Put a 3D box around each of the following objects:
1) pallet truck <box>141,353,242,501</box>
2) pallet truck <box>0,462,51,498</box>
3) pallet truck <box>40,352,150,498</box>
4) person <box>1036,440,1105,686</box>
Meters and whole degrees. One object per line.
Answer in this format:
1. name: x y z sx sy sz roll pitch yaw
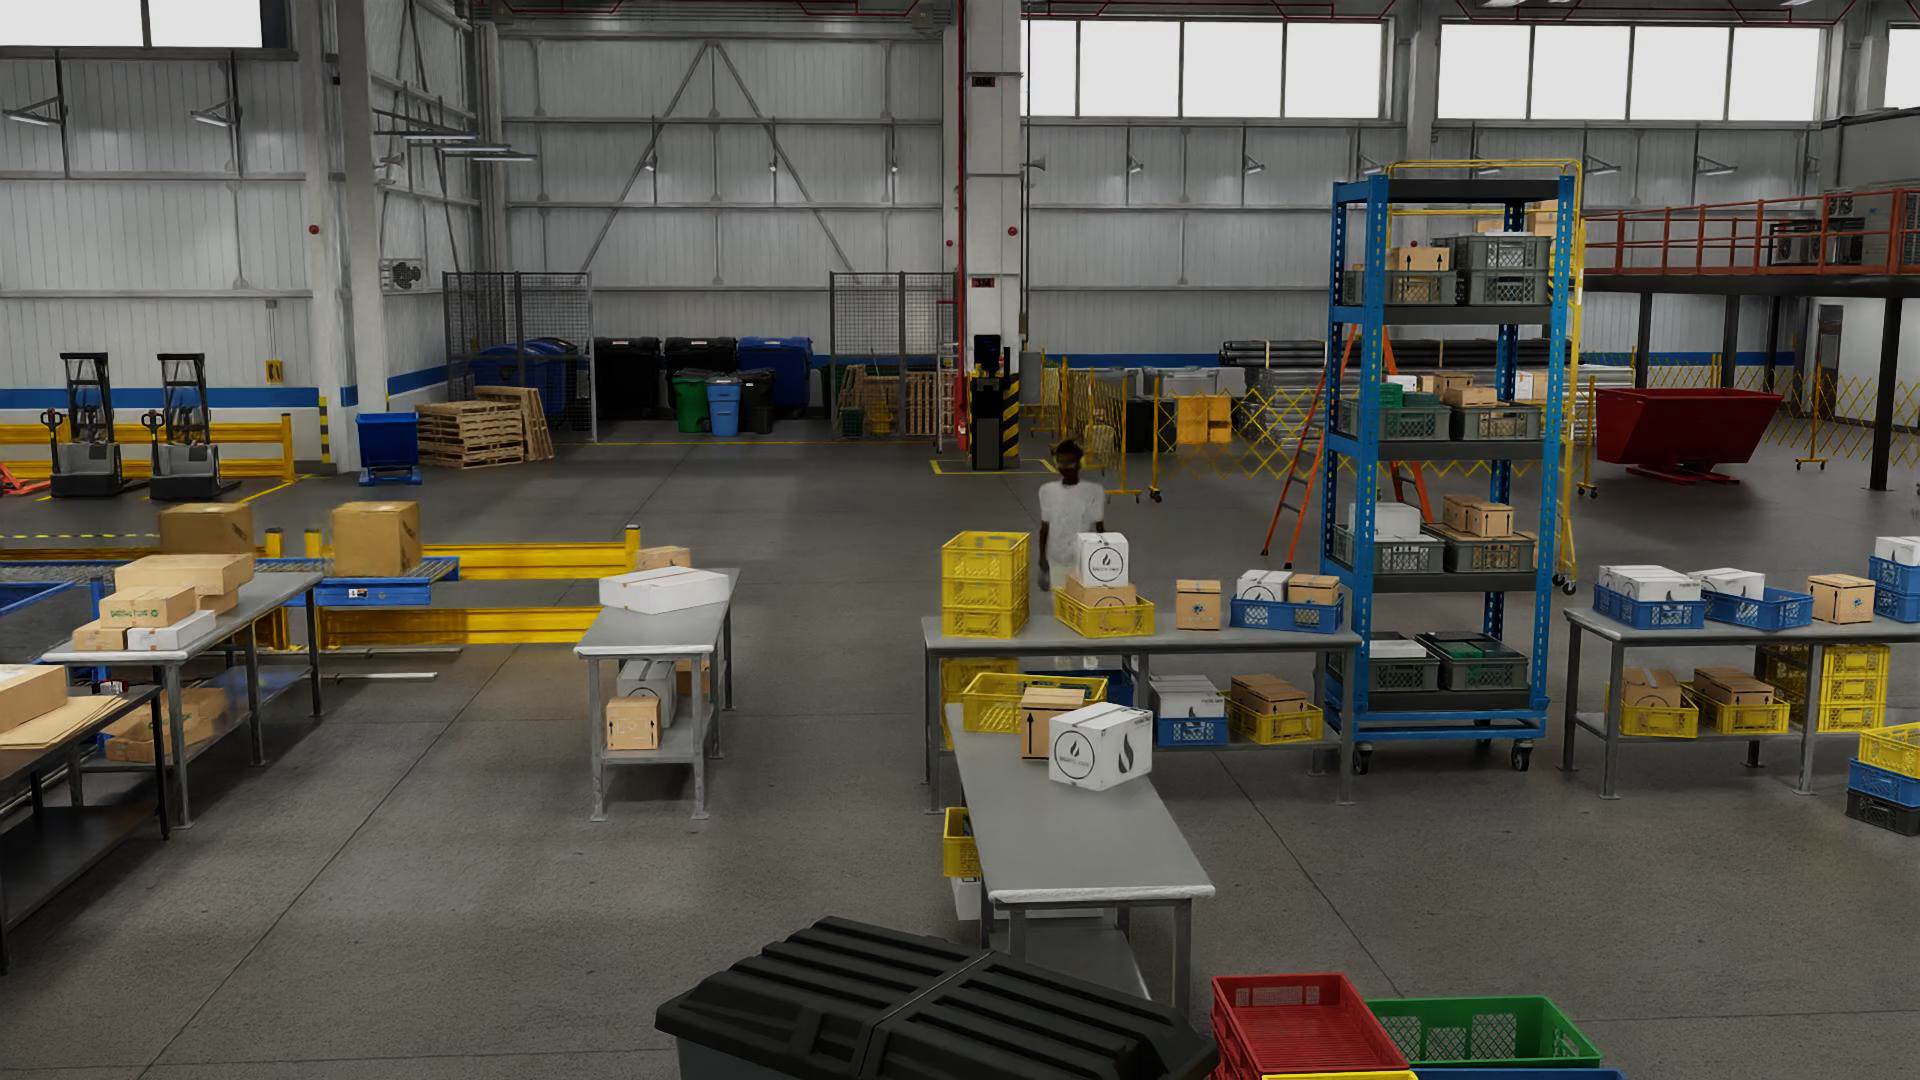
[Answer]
1. pallet truck: -10.520 -1.604 22.925 0.823 1.965 1.885 -1 9 -6
2. pallet truck: -13.193 -1.293 23.148 0.653 1.274 1.630 -1 9 -4
3. pallet truck: -11.907 -1.642 23.165 0.823 1.965 1.885 0 9 0
4. person: 0.822 0.176 12.194 0.508 1.859 0.503 2 9 15
